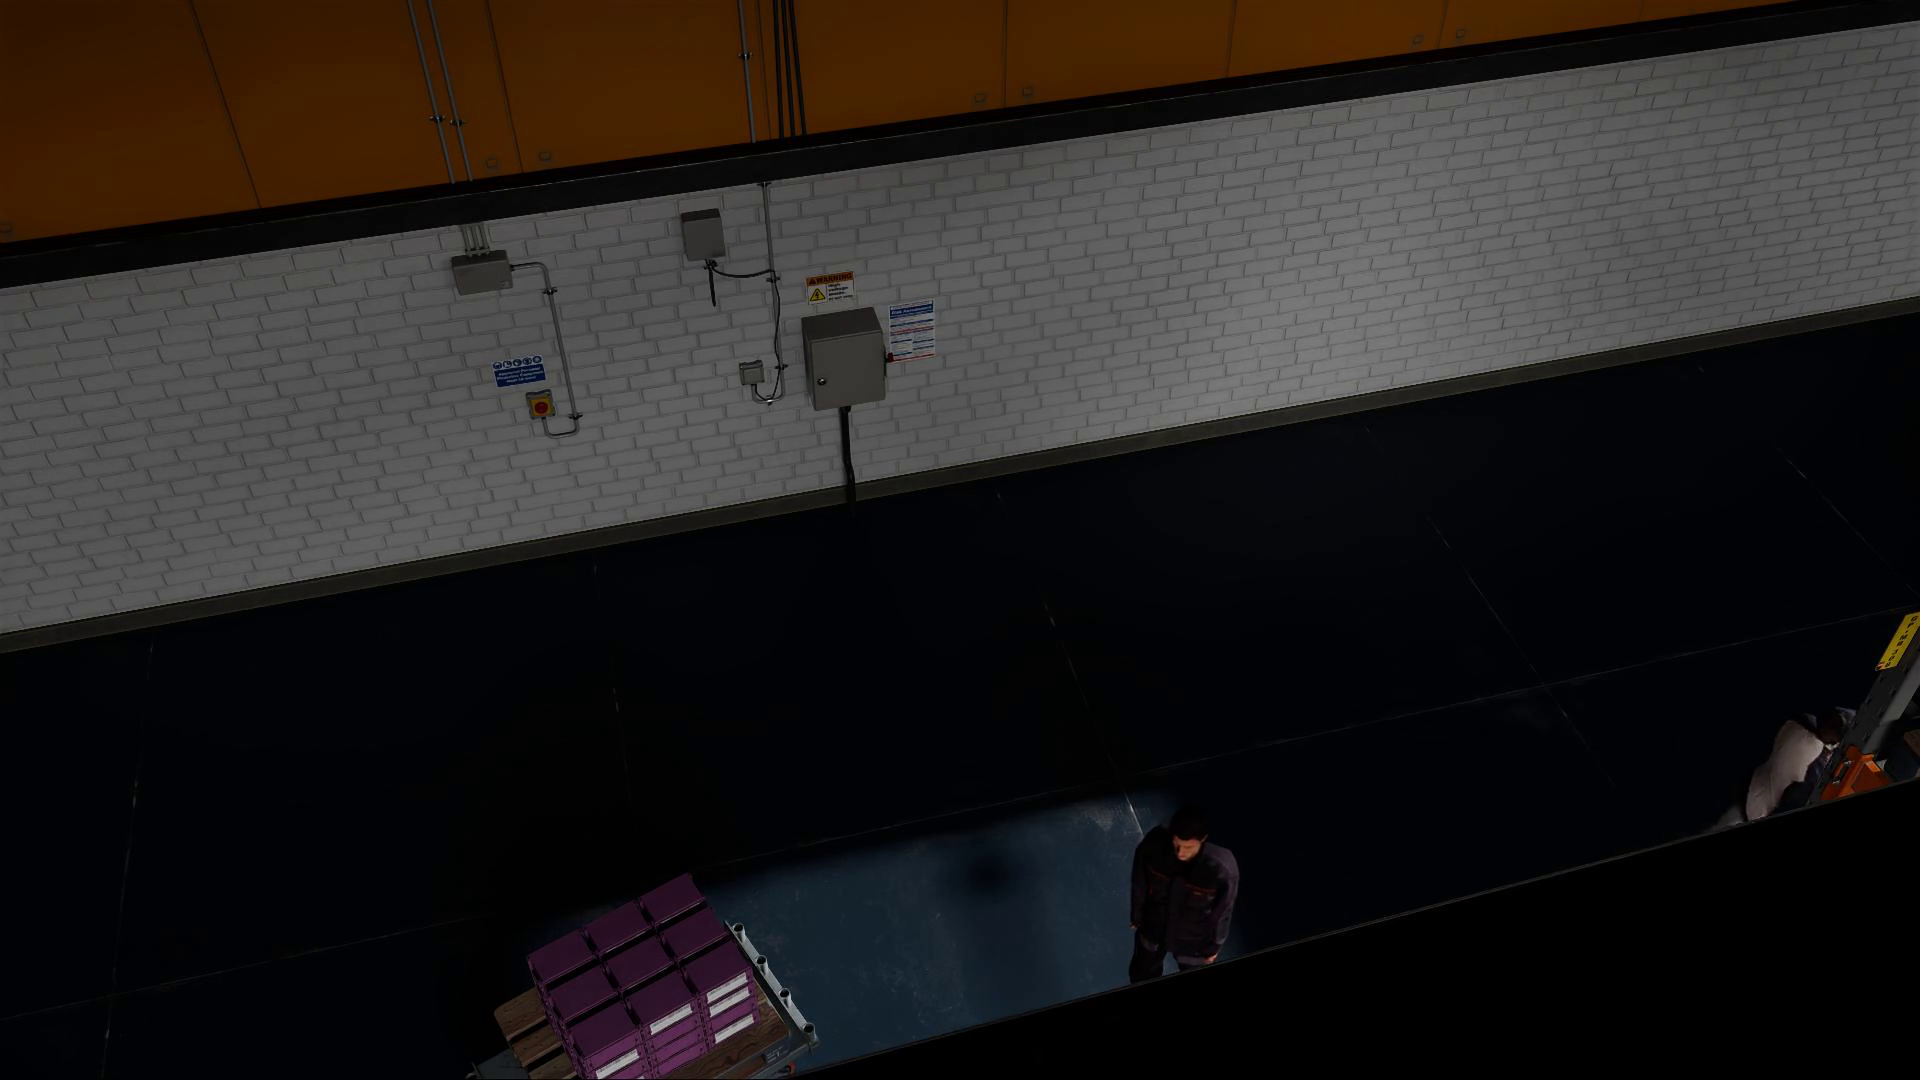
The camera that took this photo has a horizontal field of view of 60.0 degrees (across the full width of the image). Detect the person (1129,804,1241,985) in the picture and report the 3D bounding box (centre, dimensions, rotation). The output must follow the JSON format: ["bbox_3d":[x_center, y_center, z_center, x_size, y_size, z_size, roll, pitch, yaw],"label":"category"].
[{"bbox_3d":[1.139,1.968,8.615,0.790,1.939,0.827,17,46,17],"label":"person"}]

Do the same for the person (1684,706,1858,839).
[{"bbox_3d":[4.363,1.492,9.190,0.970,1.837,1.254,0,44,0],"label":"person"}]
